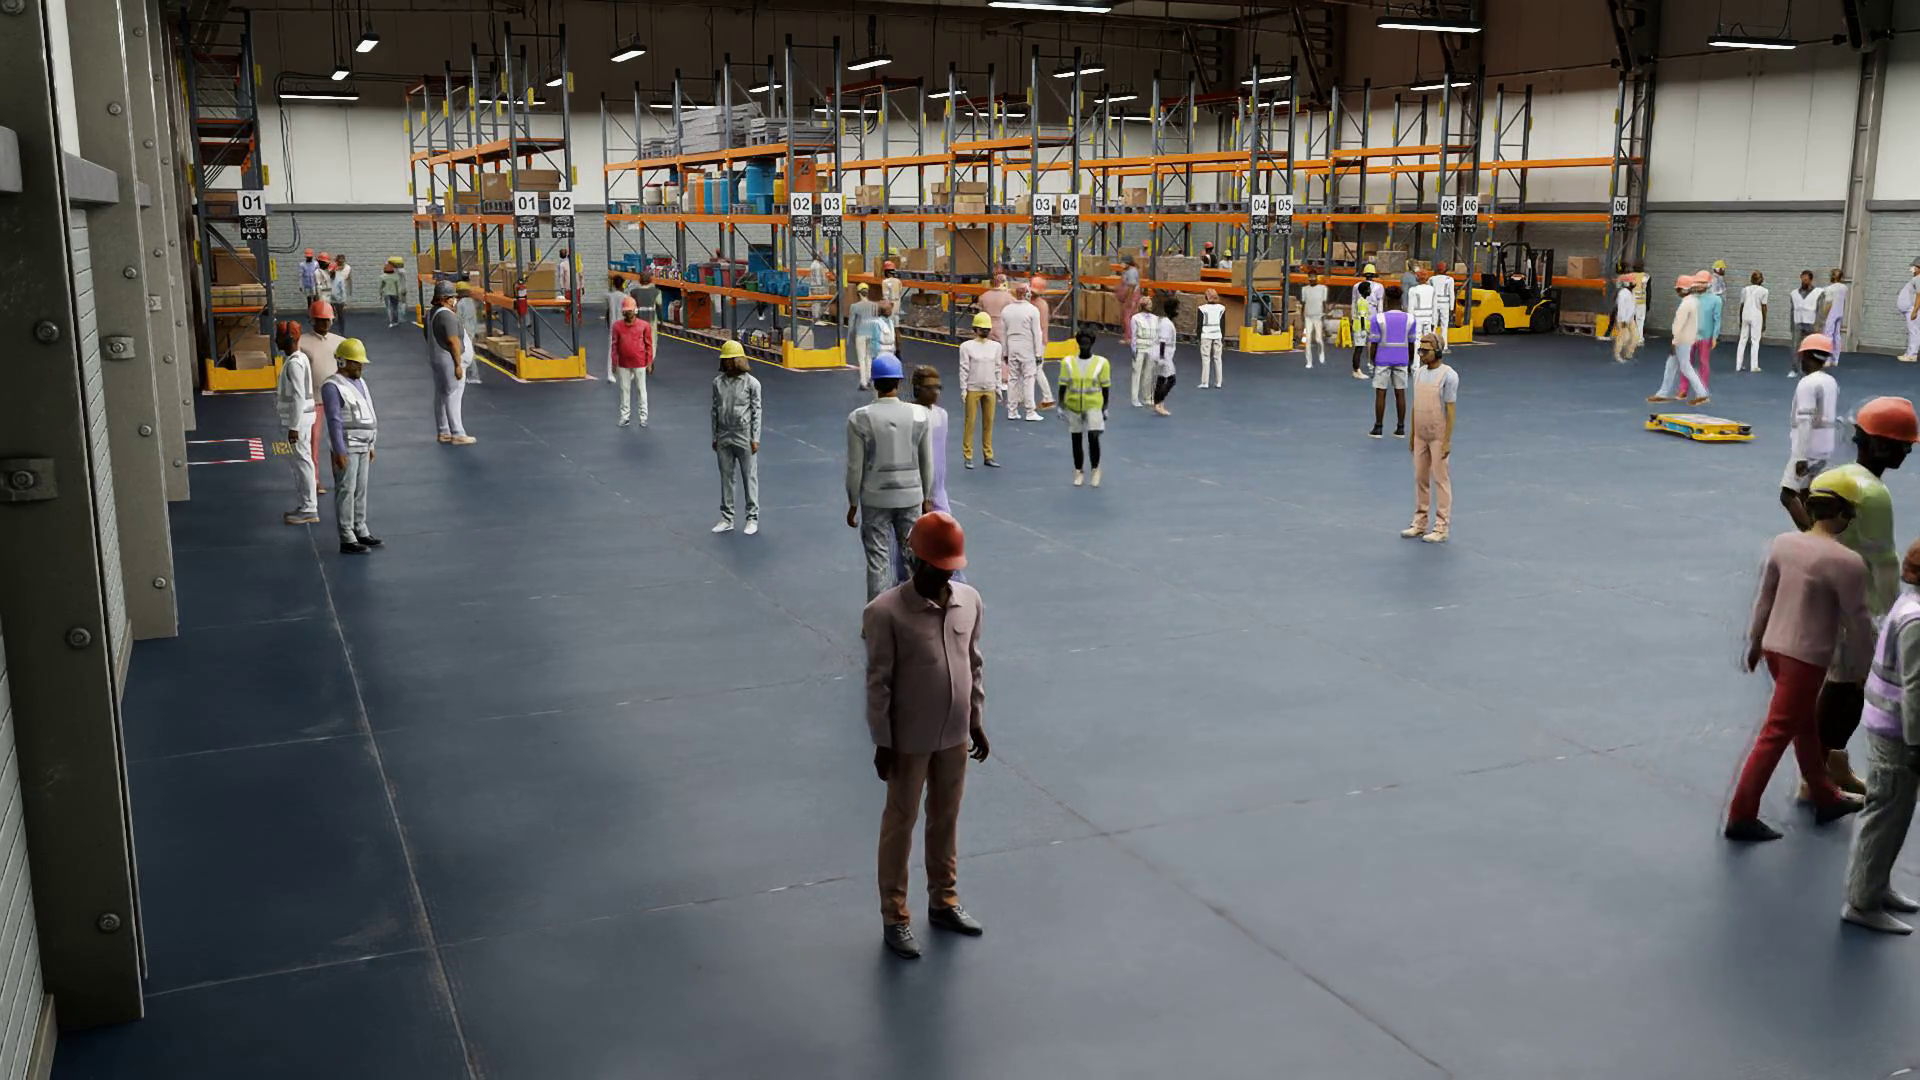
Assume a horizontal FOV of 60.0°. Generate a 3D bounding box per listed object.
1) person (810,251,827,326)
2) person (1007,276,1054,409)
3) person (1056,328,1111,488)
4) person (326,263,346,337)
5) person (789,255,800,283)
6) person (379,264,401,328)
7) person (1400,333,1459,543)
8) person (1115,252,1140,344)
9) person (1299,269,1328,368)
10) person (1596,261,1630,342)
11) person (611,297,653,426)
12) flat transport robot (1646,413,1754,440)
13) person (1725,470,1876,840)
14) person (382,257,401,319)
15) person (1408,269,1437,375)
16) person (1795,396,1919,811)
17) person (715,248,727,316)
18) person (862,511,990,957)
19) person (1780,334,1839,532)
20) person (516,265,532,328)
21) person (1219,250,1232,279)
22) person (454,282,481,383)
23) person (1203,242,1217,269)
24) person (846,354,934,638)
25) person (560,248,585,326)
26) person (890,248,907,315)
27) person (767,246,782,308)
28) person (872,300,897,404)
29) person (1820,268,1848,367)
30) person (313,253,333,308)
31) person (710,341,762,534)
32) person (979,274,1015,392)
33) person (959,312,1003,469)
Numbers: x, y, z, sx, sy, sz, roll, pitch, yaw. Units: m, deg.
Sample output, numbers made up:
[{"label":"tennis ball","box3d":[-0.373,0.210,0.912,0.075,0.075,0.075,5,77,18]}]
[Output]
[{"label":"person","box3d":[-3.632,-6.465,42.726,0.401,1.910,0.642,-3,11,-13]},{"label":"person","box3d":[1.062,-2.890,24.441,0.507,1.982,0.633,-5,12,-24]},{"label":"person","box3d":[1.284,-1.371,17.427,0.549,1.682,0.538,3,12,15]},{"label":"person","box3d":[-14.514,-5.535,38.470,0.595,1.712,0.840,1,11,3]},{"label":"person","box3d":[-5.112,-8.045,51.448,0.314,1.636,0.515,-4,12,-21]},{"label":"person","box3d":[-14.423,-6.179,42.099,0.517,1.583,0.875,-5,12,-22]},{"label":"person","box3d":[4.142,-0.901,14.636,0.340,1.839,0.505,-6,13,-29]},{"label":"person","box3d":[3.691,-5.331,36.622,0.543,2.000,0.775,0,11,1]},{"label":"person","box3d":[6.611,-4.136,31.038,0.537,1.848,0.511,5,12,24]},{"label":"person","box3d":[14.888,-5.356,37.357,0.993,1.817,0.532,8,14,36]},{"label":"person","box3d":[-4.444,-2.409,22.505,0.576,1.749,0.335,1,11,4]},{"label":"flat transport robot","box3d":[9.569,-1.474,21.535,0.652,0.197,1.431,-1,11,-7]},{"label":"person","box3d":[3.942,0.538,7.628,0.863,1.709,0.550,-2,11,-9]},{"label":"person","box3d":[-15.221,-6.742,44.646,0.540,1.711,0.907,-4,12,-18]},{"label":"person","box3d":[8.213,-3.876,29.625,0.576,1.885,0.354,-3,12,-17]},{"label":"person","box3d":[4.334,0.322,7.943,0.541,2.022,0.622,4,12,19]},{"label":"person","box3d":[-6.746,-7.233,46.689,0.337,1.882,0.584,1,11,5]},{"label":"person","box3d":[-0.109,0.741,6.520,0.563,1.742,0.338,-9,14,-38]},{"label":"person","box3d":[6.960,-0.721,13.575,0.636,1.895,0.517,-10,15,-40]},{"label":"person","box3d":[-10.974,-6.094,41.637,0.542,1.594,0.856,-4,12,-21]},{"label":"person","box3d":[8.039,-7.838,50.067,0.533,1.767,0.327,-5,12,-23]},{"label":"person","box3d":[-8.409,-3.515,28.224,0.604,1.715,0.501,3,12,16]},{"label":"person","box3d":[7.190,-7.613,48.213,0.373,2.042,0.614,9,14,39]},{"label":"person","box3d":[-0.471,-0.273,11.172,0.602,1.941,0.402,-3,11,-14]},{"label":"person","box3d":[-9.905,-6.463,42.492,0.622,1.993,0.381,-4,12,-18]},{"label":"person","box3d":[-1.822,-7.279,46.890,0.860,1.892,0.590,11,15,44]},{"label":"person","box3d":[-5.600,-7.883,49.938,0.625,1.908,0.568,5,12,24]},{"label":"person","box3d":[-1.064,-2.623,23.893,0.371,1.626,0.537,5,12,25]},{"label":"person","box3d":[16.366,-4.165,31.197,0.508,1.847,0.345,-6,12,-26]},{"label":"person","box3d":[-13.530,-5.101,35.477,0.392,2.033,0.605,-1,11,-4]},{"label":"person","box3d":[-2.024,-0.920,14.964,0.490,1.744,0.295,4,12,18]},{"label":"person","box3d":[0.619,-3.359,26.996,0.676,1.897,0.401,6,13,30]},{"label":"person","box3d":[0.244,-1.688,18.816,0.525,1.766,0.322,-5,12,-23]}]
